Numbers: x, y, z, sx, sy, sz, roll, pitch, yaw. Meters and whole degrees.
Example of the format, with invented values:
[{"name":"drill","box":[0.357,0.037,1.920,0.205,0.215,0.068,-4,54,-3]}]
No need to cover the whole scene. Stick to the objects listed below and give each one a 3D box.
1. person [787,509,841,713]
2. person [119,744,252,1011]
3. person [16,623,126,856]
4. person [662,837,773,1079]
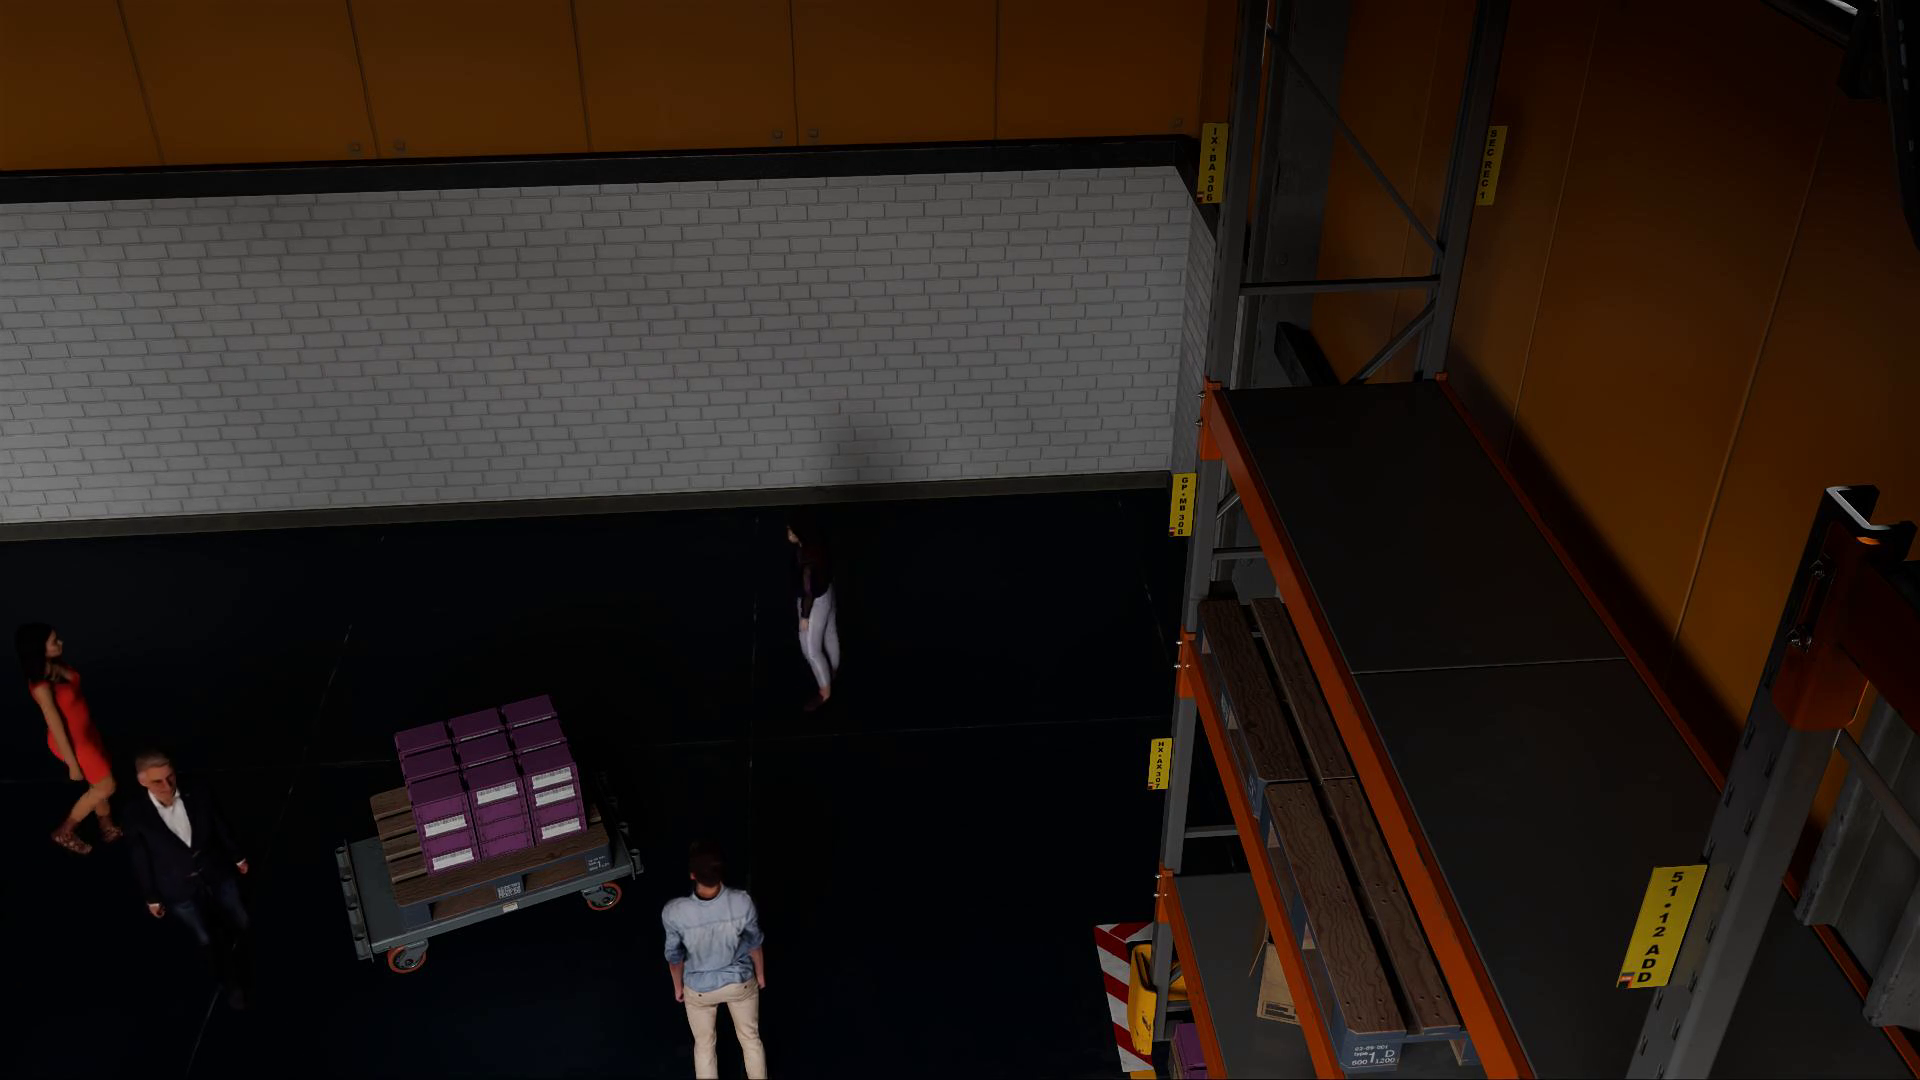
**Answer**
[{"name":"person","box":[-0.959,0.403,11.310,0.844,1.594,0.572,13,36,19]},{"name":"person","box":[-4.202,1.763,9.077,0.935,1.801,1.017,-24,40,-31]},{"name":"person","box":[-5.395,1.226,9.969,0.789,1.708,0.770,-15,37,-22]},{"name":"person","box":[-1.212,2.211,8.360,0.669,1.848,0.576,-6,34,-9]}]
